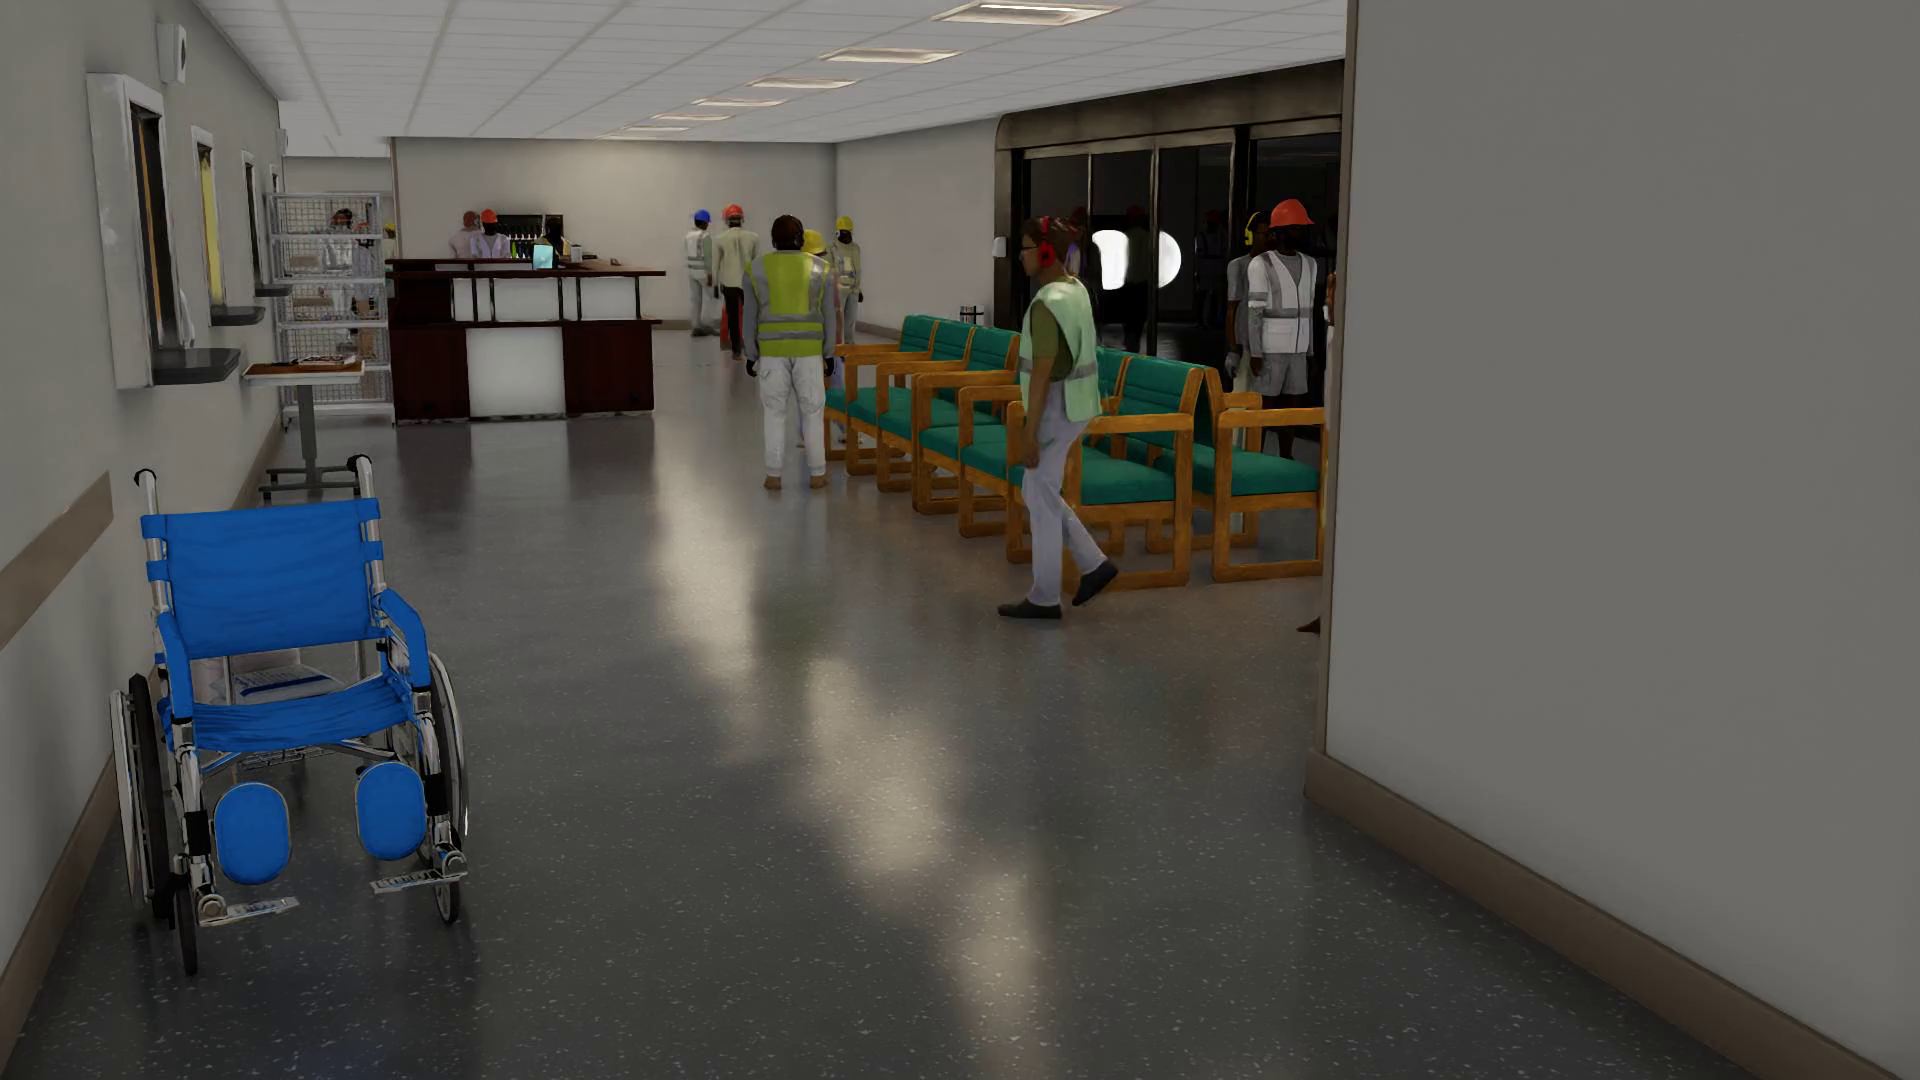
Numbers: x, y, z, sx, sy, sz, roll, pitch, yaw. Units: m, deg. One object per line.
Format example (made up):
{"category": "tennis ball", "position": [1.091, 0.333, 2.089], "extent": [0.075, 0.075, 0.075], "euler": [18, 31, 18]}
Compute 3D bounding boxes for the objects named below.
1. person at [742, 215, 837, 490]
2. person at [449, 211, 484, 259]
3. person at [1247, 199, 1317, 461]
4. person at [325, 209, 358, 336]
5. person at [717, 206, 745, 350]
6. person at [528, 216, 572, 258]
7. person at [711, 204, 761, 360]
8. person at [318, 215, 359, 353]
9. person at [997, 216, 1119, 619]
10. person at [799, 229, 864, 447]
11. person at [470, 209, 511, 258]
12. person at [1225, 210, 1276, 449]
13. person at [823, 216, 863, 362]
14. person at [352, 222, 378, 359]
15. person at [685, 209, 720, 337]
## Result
{"category": "person", "position": [-1.142, -1.252, 11.190], "extent": [0.626, 1.840, 0.430], "euler": [-1, 11, -7]}
{"category": "person", "position": [-6.875, -3.697, 23.577], "extent": [0.636, 1.902, 0.406], "euler": [-1, 11, -3]}
{"category": "person", "position": [2.178, -1.301, 11.173], "extent": [0.552, 1.942, 0.342], "euler": [-6, 13, -29]}
{"category": "person", "position": [-9.476, -4.108, 25.566], "extent": [0.795, 1.935, 0.628], "euler": [8, 13, 34]}
{"category": "person", "position": [-3.109, -3.591, 22.901], "extent": [0.376, 1.964, 0.657], "euler": [7, 13, 34]}
{"category": "person", "position": [-5.007, -3.080, 20.594], "extent": [0.429, 1.835, 0.631], "euler": [9, 14, 40]}
{"category": "person", "position": [-2.847, -3.285, 21.246], "extent": [0.655, 1.977, 0.441], "euler": [-3, 11, -13]}
{"category": "person", "position": [-8.259, -3.441, 22.371], "extent": [0.808, 1.850, 0.605], "euler": [10, 15, 41]}
{"category": "person", "position": [0.425, -0.533, 7.509], "extent": [0.433, 1.832, 0.600], "euler": [3, 11, 16]}
{"category": "person", "position": [-1.080, -1.578, 13.150], "extent": [0.424, 1.730, 0.649], "euler": [9, 14, 39]}
{"category": "person", "position": [-6.526, -3.638, 23.211], "extent": [0.545, 1.931, 0.380], "euler": [-3, 12, -17]}
{"category": "person", "position": [2.012, -1.301, 11.369], "extent": [0.533, 1.868, 0.310], "euler": [-10, 15, -40]}
{"category": "person", "position": [-1.457, -3.183, 21.111], "extent": [0.404, 1.830, 0.601], "euler": [11, 15, 43]}
{"category": "person", "position": [-7.284, -3.018, 20.466], "extent": [0.326, 1.752, 0.560], "euler": [-6, 13, -29]}
{"category": "person", "position": [-3.912, -4.066, 25.394], "extent": [0.652, 1.922, 0.549], "euler": [11, 15, 43]}
